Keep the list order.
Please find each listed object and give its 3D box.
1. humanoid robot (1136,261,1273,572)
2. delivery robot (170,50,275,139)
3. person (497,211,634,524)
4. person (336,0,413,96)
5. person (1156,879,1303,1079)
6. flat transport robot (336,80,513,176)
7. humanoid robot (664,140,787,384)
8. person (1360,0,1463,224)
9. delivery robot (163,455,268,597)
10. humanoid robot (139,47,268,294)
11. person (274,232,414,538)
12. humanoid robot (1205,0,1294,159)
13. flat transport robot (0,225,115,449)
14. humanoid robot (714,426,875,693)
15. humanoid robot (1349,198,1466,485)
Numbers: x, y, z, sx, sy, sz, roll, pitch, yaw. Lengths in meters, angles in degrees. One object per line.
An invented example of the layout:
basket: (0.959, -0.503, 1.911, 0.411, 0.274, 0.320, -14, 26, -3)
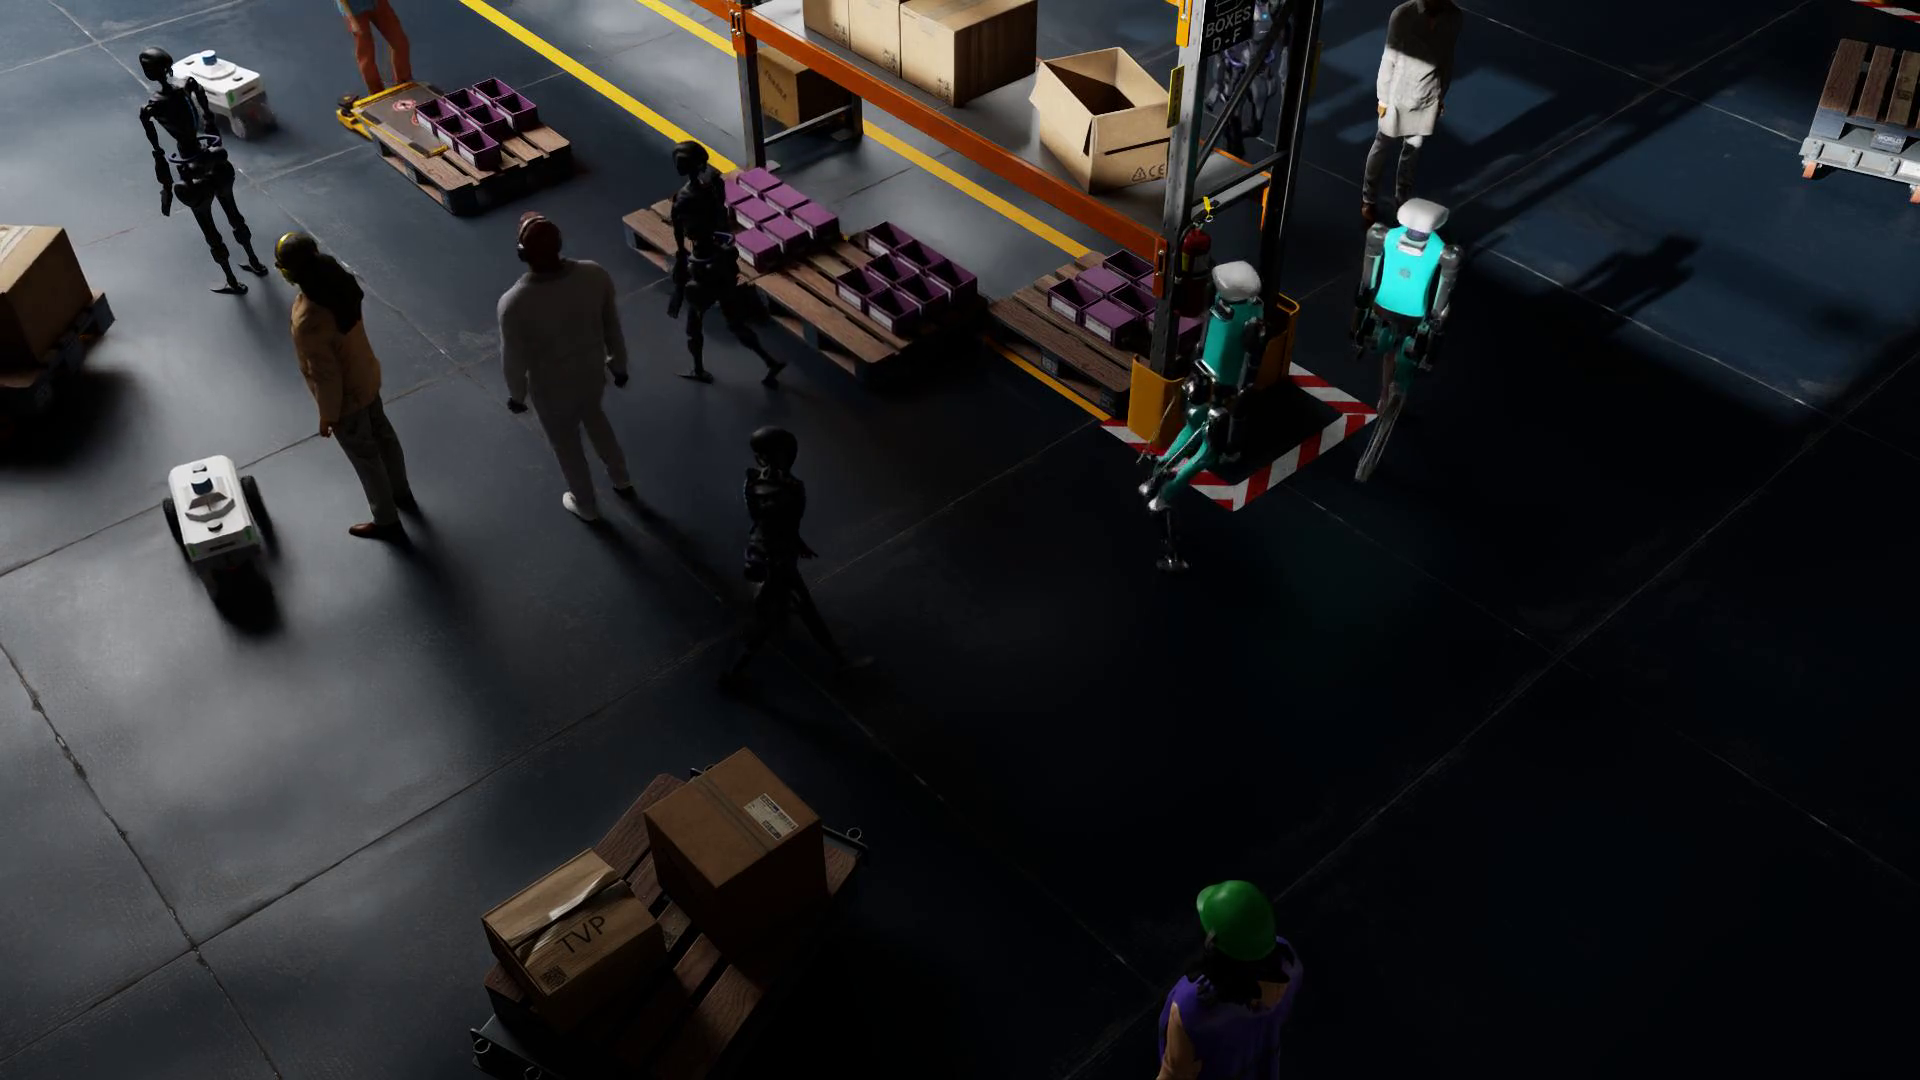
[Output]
humanoid robot: (1.158, -0.578, 8.658, 0.762, 1.801, 0.556, -15, 45, -16)
delivery robot: (-5.634, -3.412, 12.609, 0.790, 0.614, 0.499, 22, 47, 22)
person: (-2.115, -0.887, 8.864, 0.427, 1.893, 0.656, 34, 52, 31)
person: (-4.354, -3.935, 12.281, 0.572, 1.750, 0.496, 23, 47, 23)
person: (0.908, 1.848, 5.858, 0.534, 1.931, 0.409, -26, 49, -26)
flat transport robot: (-4.011, -3.085, 12.451, 1.431, 0.231, 0.659, 33, 52, 31)
humanoid robot: (-1.434, -1.577, 9.794, 0.713, 1.637, 0.601, 17, 45, 18)
person: (3.048, -2.999, 11.204, 0.503, 1.833, 0.364, -4, 43, -4)
delivery robot: (-4.033, -0.120, 9.007, 0.499, 0.584, 0.783, -19, 46, -20)
humanoid robot: (-4.868, -2.352, 10.603, 0.315, 1.657, 0.599, 15, 45, 16)
person: (-3.227, -0.807, 8.789, 0.404, 1.876, 0.553, 3, 43, 3)
humanoid robot: (1.994, -3.279, 11.633, 0.609, 1.631, 0.641, -9, 43, -10)
flat transport robot: (-5.932, -1.013, 10.196, 0.659, 0.231, 1.431, 3, 43, 3)
humanoid robot: (-0.842, 0.129, 7.950, 0.814, 1.618, 0.590, 1, 43, 1)
humanoid robot: (2.540, -1.240, 9.398, 0.542, 1.779, 1.017, 21, 47, 22)
